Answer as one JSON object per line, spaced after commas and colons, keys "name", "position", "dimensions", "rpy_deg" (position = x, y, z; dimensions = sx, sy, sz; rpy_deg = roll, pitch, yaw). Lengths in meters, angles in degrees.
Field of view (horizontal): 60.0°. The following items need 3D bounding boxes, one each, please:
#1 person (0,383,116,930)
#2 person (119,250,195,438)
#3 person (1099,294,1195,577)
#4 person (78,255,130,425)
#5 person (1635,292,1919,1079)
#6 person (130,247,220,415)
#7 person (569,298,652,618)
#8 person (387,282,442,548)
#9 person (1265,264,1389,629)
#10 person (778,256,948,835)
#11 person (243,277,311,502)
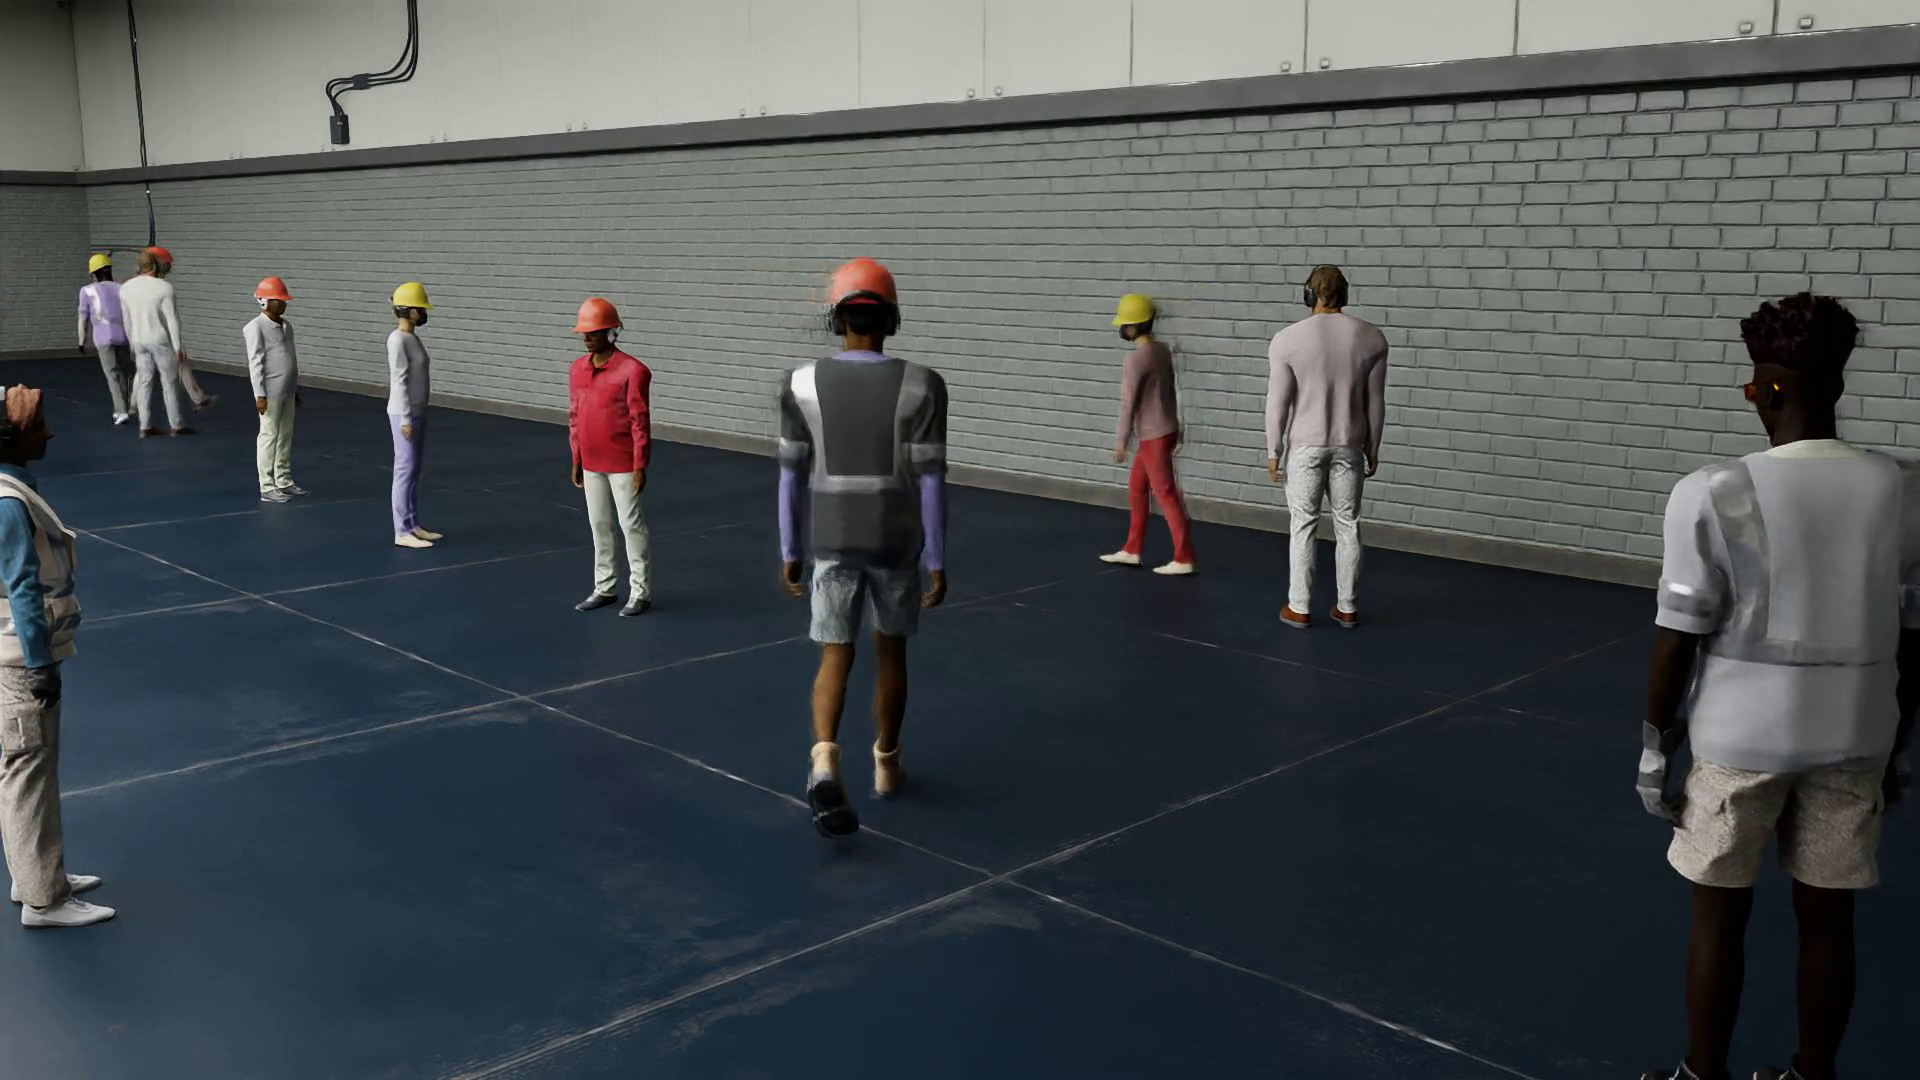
{"name": "person", "position": [-2.808, 0.353, 5.016], "dimensions": [0.307, 1.640, 0.515], "rpy_deg": [-7, 12, -33]}
{"name": "person", "position": [-8.302, -2.014, 17.144], "dimensions": [0.642, 1.938, 0.394], "rpy_deg": [2, 11, 11]}
{"name": "person", "position": [1.122, -0.633, 10.152], "dimensions": [0.729, 1.722, 0.550], "rpy_deg": [5, 11, 24]}
{"name": "person", "position": [-9.366, -2.212, 18.381], "dimensions": [0.934, 1.870, 0.583], "rpy_deg": [9, 14, 41]}
{"name": "person", "position": [1.826, 0.432, 3.731], "dimensions": [0.604, 1.956, 0.400], "rpy_deg": [1, 10, 3]}
{"name": "person", "position": [-9.322, -2.448, 19.487], "dimensions": [0.614, 1.940, 1.042], "rpy_deg": [6, 12, 30]}
{"name": "person", "position": [-1.935, -0.446, 9.095], "dimensions": [0.568, 1.744, 0.358], "rpy_deg": [6, 12, 31]}
{"name": "person", "position": [-3.655, -0.834, 11.147], "dimensions": [0.330, 1.765, 0.533], "rpy_deg": [-1, 10, -6]}
{"name": "person", "position": [1.921, -0.481, 8.786], "dimensions": [0.631, 1.930, 0.372], "rpy_deg": [0, 10, -2]}
{"name": "person", "position": [-0.353, 0.017, 5.856], "dimensions": [0.613, 2.014, 0.897], "rpy_deg": [1, 10, 6]}
{"name": "person", "position": [-5.356, -1.184, 13.081], "dimensions": [0.341, 1.749, 0.572], "rpy_deg": [1, 10, 8]}
